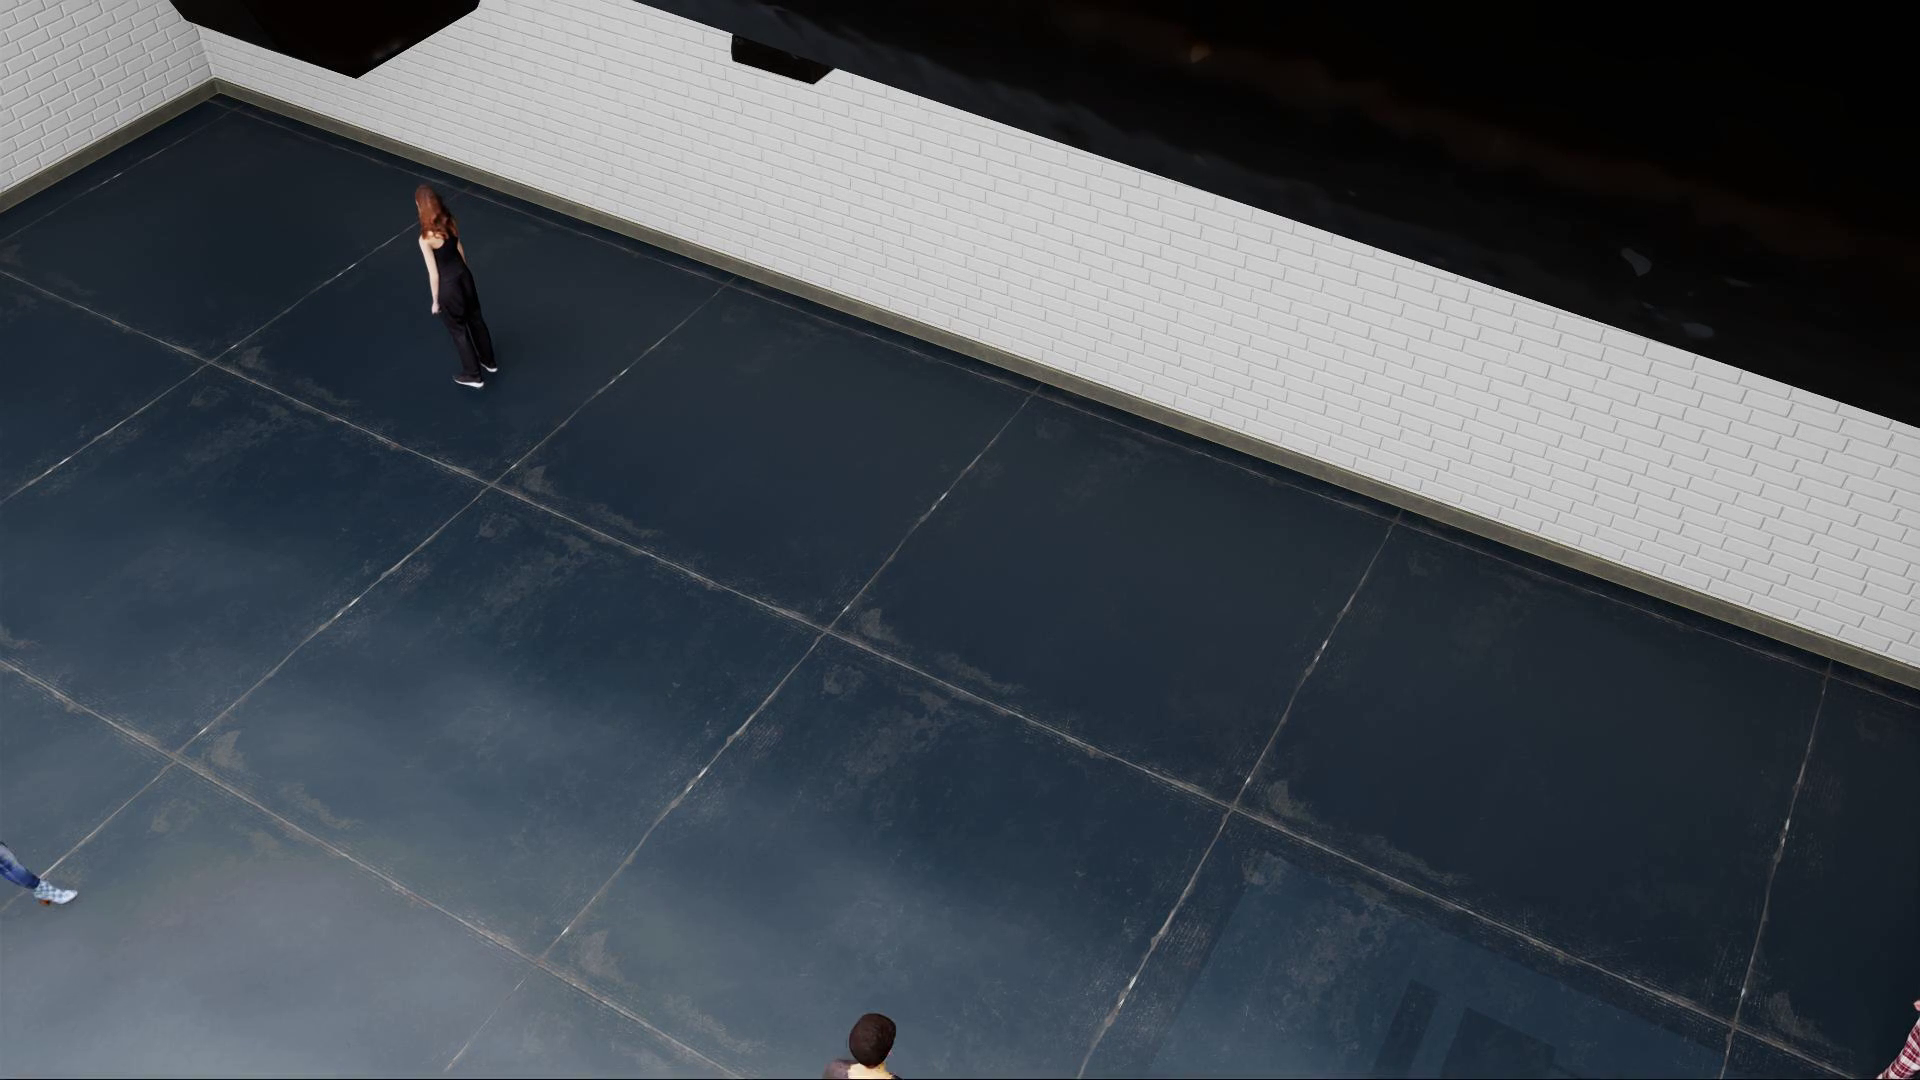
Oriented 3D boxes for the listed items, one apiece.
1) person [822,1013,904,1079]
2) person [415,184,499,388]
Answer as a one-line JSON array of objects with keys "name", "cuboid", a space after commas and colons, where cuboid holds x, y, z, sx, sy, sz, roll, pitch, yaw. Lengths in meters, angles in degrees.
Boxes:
[{"name": "person", "cuboid": [-0.432, 2.859, 7.796, 0.753, 1.690, 0.954, 13, 45, 13]}, {"name": "person", "cuboid": [-3.898, -1.956, 12.811, 0.668, 1.744, 0.467, 17, 46, 17]}]
